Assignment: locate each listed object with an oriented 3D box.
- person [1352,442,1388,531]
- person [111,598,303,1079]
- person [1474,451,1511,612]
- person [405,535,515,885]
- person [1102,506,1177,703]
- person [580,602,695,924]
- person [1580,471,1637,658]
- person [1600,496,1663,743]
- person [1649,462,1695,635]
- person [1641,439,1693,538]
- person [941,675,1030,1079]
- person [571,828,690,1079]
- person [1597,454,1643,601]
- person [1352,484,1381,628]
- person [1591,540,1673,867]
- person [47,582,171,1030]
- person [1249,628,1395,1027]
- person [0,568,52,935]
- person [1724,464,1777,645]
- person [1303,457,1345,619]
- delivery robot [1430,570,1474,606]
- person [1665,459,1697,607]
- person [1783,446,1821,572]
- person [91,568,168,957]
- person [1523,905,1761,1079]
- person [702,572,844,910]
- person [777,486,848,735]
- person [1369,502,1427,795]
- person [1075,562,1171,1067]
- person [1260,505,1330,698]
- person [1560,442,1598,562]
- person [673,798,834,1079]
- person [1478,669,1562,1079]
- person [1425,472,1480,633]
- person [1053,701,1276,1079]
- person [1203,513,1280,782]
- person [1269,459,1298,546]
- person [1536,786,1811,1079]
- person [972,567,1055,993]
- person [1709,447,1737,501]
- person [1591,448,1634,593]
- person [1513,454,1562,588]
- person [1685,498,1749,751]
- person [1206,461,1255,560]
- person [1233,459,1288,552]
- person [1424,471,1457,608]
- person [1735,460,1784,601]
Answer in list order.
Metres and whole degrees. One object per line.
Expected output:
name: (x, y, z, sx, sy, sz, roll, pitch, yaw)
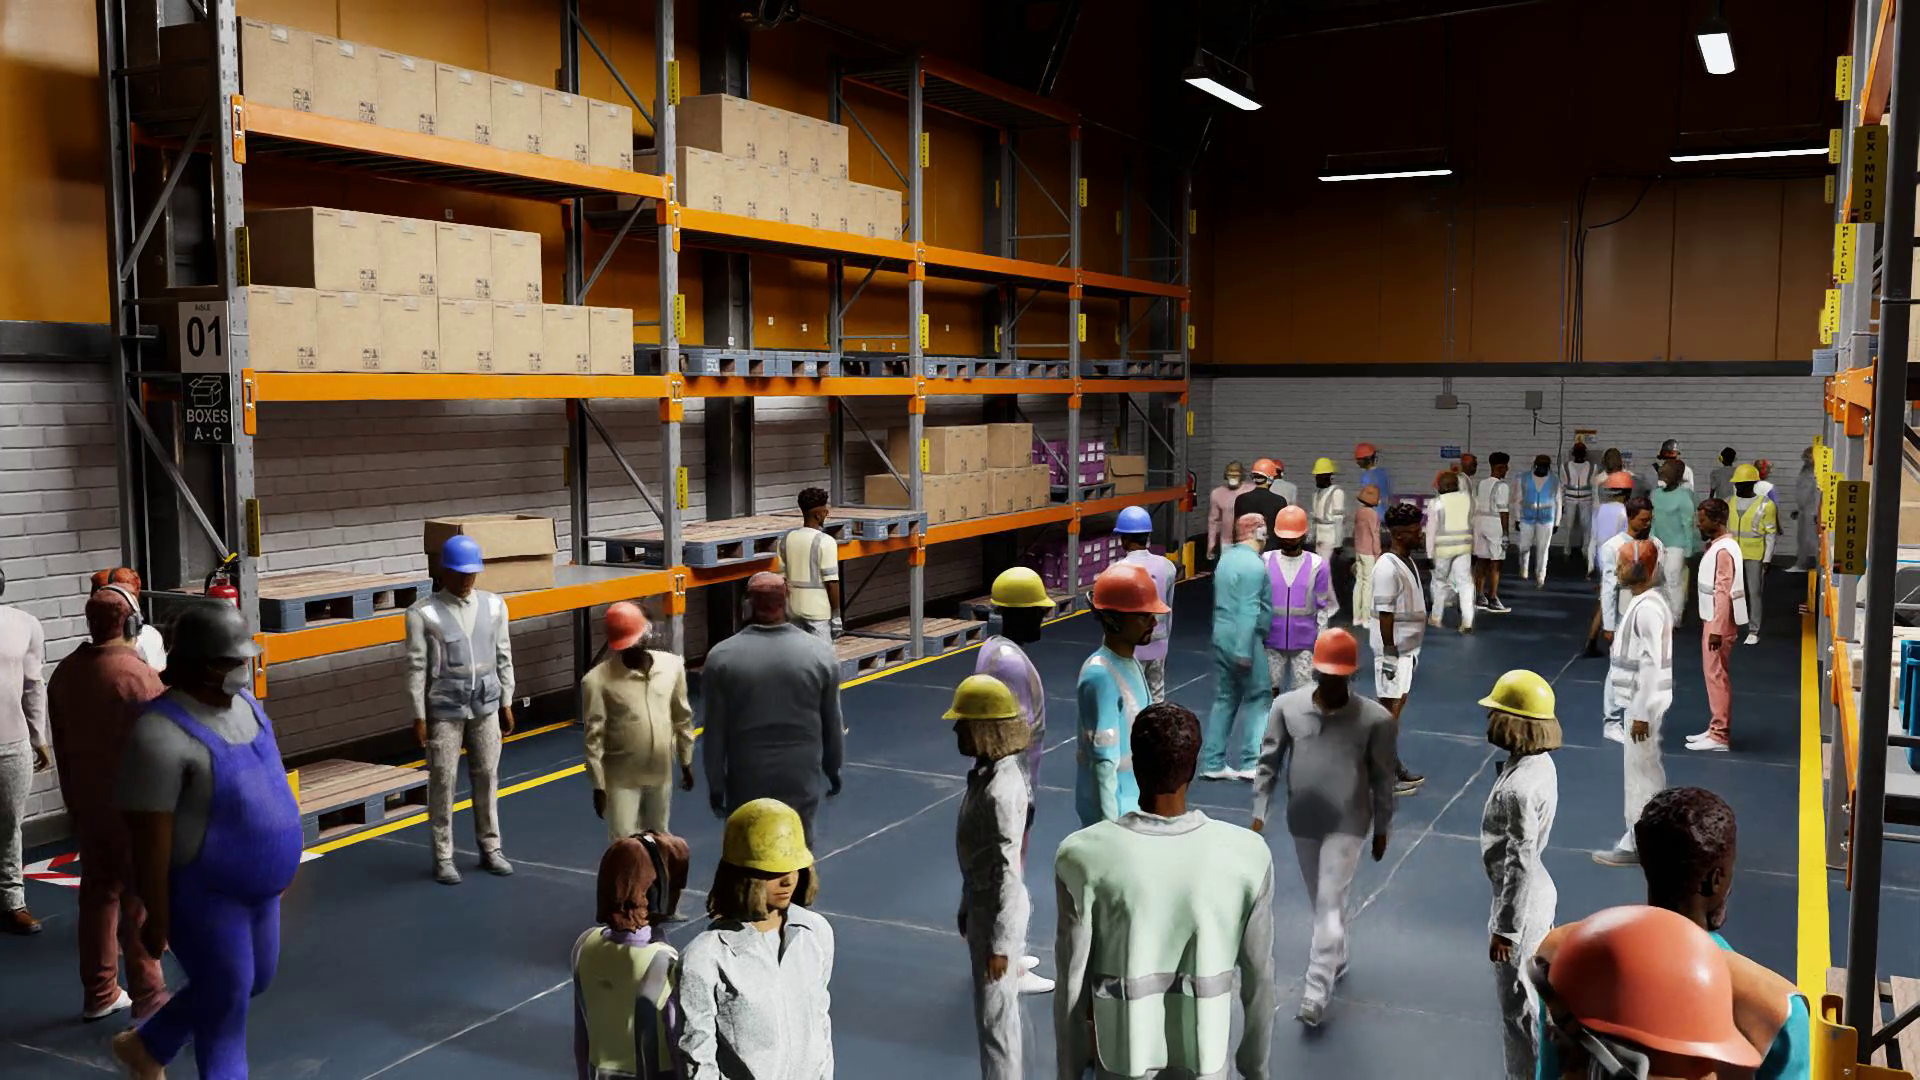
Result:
person: (5.384, -0.277, 21.840, 0.451, 2.007, 0.674, 4, 7, 36)
person: (-2.743, 1.181, 5.964, 0.751, 2.000, 0.686, 0, 5, 4)
person: (6.492, -0.101, 20.217, 0.373, 1.957, 0.606, -2, 6, -16)
person: (-2.764, 0.932, 9.235, 0.612, 1.935, 0.421, -5, 7, -40)
person: (1.186, 0.744, 11.156, 0.605, 1.950, 0.381, -4, 7, -39)
person: (-1.569, 1.137, 8.220, 0.641, 1.706, 0.407, -5, 7, -42)
person: (6.665, 0.247, 16.837, 1.021, 1.884, 0.563, -2, 6, -25)
person: (5.174, 0.610, 12.844, 0.598, 1.909, 0.398, -3, 6, -28)
person: (7.821, 0.099, 18.285, 0.465, 1.916, 0.652, -1, 5, -14)
person: (9.690, -0.377, 22.735, 0.676, 2.000, 0.536, 4, 7, 38)
person: (0.085, 1.339, 5.880, 0.319, 1.741, 0.503, 0, 5, -4)
person: (-0.787, 1.544, 4.195, 0.512, 1.641, 0.307, 5, 7, 41)
person: (8.282, -0.118, 20.744, 0.677, 1.901, 0.812, -1, 5, -11)
person: (4.634, 0.183, 18.870, 0.281, 1.633, 0.498, -1, 5, -12)
person: (3.890, 0.946, 9.540, 0.540, 1.882, 0.610, 2, 6, 21)
person: (-3.572, 1.135, 7.142, 0.651, 1.913, 0.410, 3, 6, 26)
person: (1.594, 1.224, 7.316, 0.568, 1.695, 0.923, 3, 6, 31)
person: (-4.831, 1.023, 8.217, 0.353, 1.936, 0.635, 4, 7, 37)
person: (8.339, 0.153, 17.652, 0.383, 1.924, 0.589, -4, 6, -34)
person: (4.276, -0.014, 19.516, 0.401, 1.913, 0.635, -1, 5, -13)
delivery robot: (5.972, 0.550, 20.165, 0.477, 0.478, 0.707, 4, 6, 34)
person: (8.912, -0.083, 20.644, 0.396, 1.839, 0.564, 0, 5, -3)
person: (12.359, -0.426, 24.139, 0.509, 1.889, 0.783, 1, 5, 8)
person: (-4.028, 1.066, 8.113, 0.353, 1.877, 0.573, -1, 5, -10)
person: (0.966, 1.528, 2.518, 0.387, 1.989, 0.608, 1, 6, 15)
person: (-0.875, 1.086, 7.837, 0.655, 1.880, 0.722, -1, 5, -7)
person: (-1.154, 0.563, 13.013, 0.602, 1.967, 0.367, 4, 7, 39)
person: (2.977, 0.723, 11.291, 0.368, 1.966, 0.602, 3, 6, 27)
person: (0.661, 1.107, 6.757, 0.374, 2.043, 0.613, 1, 5, 13)
person: (2.287, 0.717, 11.570, 0.543, 1.928, 0.373, 1, 5, 13)
person: (9.602, -0.581, 25.834, 0.572, 1.877, 0.356, 2, 6, 20)
person: (-0.481, 1.499, 4.133, 0.294, 1.744, 0.486, 5, 7, 41)
person: (1.987, 1.327, 5.969, 0.289, 1.746, 0.487, 2, 6, 23)
person: (5.503, 0.137, 18.567, 0.651, 1.800, 0.940, 0, 5, -3)
person: (0.543, 1.384, 4.437, 0.596, 1.918, 0.384, 0, 5, -3)
person: (1.953, 0.746, 11.571, 0.605, 1.866, 0.675, -1, 5, -14)
person: (4.306, -0.222, 22.620, 0.561, 1.745, 0.339, -1, 5, -11)
person: (1.490, 1.469, 3.517, 0.392, 1.919, 0.592, -5, 7, -41)
person: (0.244, 1.082, 7.626, 0.374, 1.928, 0.584, -1, 5, -8)
person: (11.152, -0.420, 24.190, 0.502, 1.861, 0.328, 2, 6, 16)
person: (8.627, -0.250, 21.990, 0.622, 1.932, 0.367, -1, 6, -16)
person: (7.898, -0.269, 22.754, 0.639, 1.822, 0.614, 2, 6, 16)
person: (5.730, 0.635, 12.577, 0.411, 1.906, 0.603, 2, 6, 19)
person: (3.073, 0.063, 18.707, 0.644, 1.897, 0.691, 5, 7, 41)
person: (3.140, 0.152, 17.279, 0.622, 1.993, 0.381, 4, 6, 34)
person: (6.033, -0.012, 20.645, 0.498, 1.701, 0.585, 4, 6, 34)
person: (10.133, -0.112, 21.132, 0.552, 1.808, 0.580, -2, 6, -24)
